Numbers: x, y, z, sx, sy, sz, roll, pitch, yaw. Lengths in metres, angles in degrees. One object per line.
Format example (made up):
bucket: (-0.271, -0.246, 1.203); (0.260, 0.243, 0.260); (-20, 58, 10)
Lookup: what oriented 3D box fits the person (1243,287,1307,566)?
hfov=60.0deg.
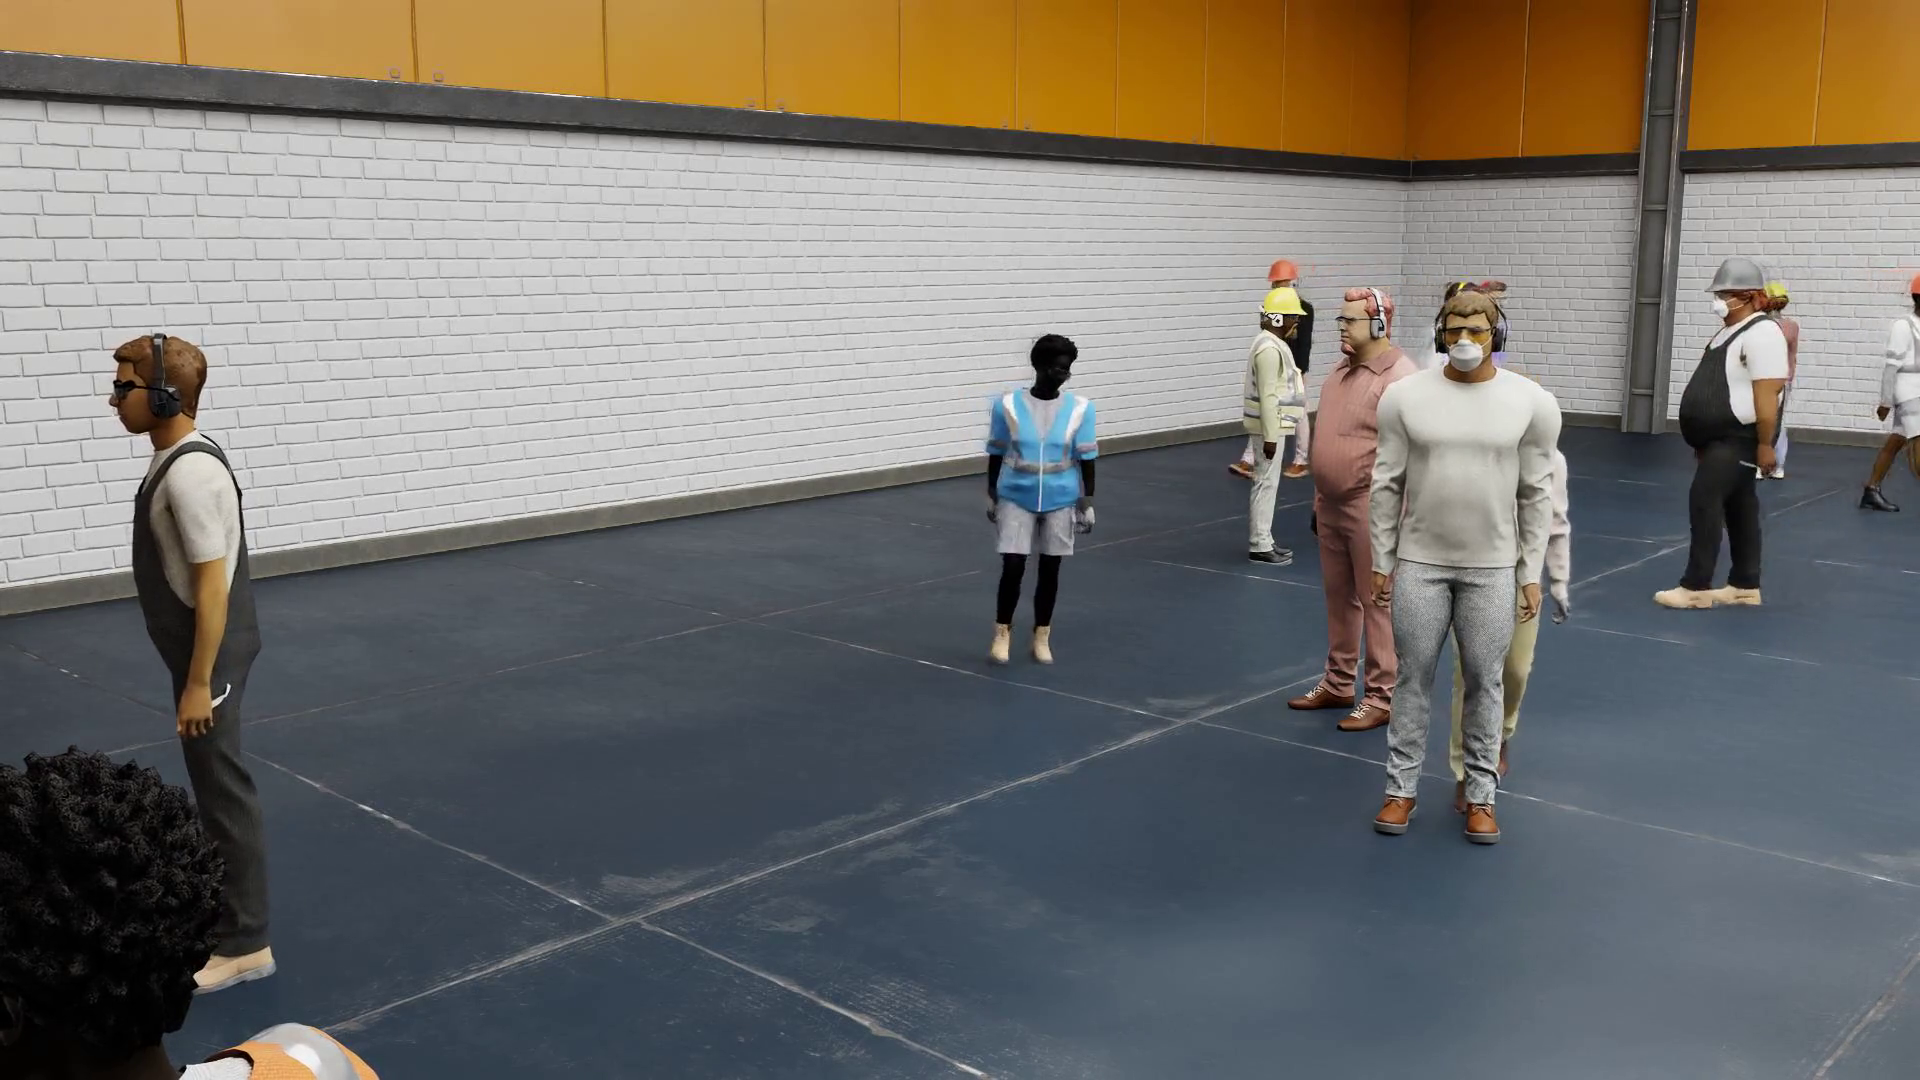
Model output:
person: (2.065, -0.744, 10.949); (0.403, 1.825, 0.592); (2, 10, 11)

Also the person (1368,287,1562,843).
person: (1.745, 0.094, 5.839); (0.632, 1.940, 0.372); (3, 11, 19)

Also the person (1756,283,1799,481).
person: (7.220, -1.408, 14.878); (0.535, 1.767, 0.315); (-3, 10, -18)

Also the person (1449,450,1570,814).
person: (2.033, 0.174, 6.308); (0.519, 1.610, 0.702); (2, 10, 13)

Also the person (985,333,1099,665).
person: (0.401, -0.190, 8.196); (0.550, 1.662, 0.456); (0, 10, -2)

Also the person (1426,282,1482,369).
person: (3.312, -0.798, 11.164); (0.470, 1.846, 0.539); (6, 12, 32)

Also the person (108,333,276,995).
person: (-2.145, 0.346, 4.664); (0.347, 1.846, 0.505); (-5, 11, -27)

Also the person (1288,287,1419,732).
person: (1.723, -0.135, 7.233); (0.410, 1.909, 0.643); (-4, 11, -21)

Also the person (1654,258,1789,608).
person: (4.337, -0.617, 9.593); (0.785, 2.000, 0.717); (2, 10, 10)

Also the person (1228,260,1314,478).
person: (2.833, -1.506, 14.882); (0.977, 1.947, 0.632); (-8, 13, -40)

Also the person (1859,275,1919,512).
person: (7.461, -1.109, 12.822); (0.552, 1.889, 0.975); (-7, 12, -35)

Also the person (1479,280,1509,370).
person: (4.027, -1.101, 12.950); (0.578, 1.830, 0.530); (-9, 13, -40)

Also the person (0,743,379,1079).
person: (-0.658, 0.998, 1.400); (0.320, 1.694, 0.531); (3, 11, 18)
